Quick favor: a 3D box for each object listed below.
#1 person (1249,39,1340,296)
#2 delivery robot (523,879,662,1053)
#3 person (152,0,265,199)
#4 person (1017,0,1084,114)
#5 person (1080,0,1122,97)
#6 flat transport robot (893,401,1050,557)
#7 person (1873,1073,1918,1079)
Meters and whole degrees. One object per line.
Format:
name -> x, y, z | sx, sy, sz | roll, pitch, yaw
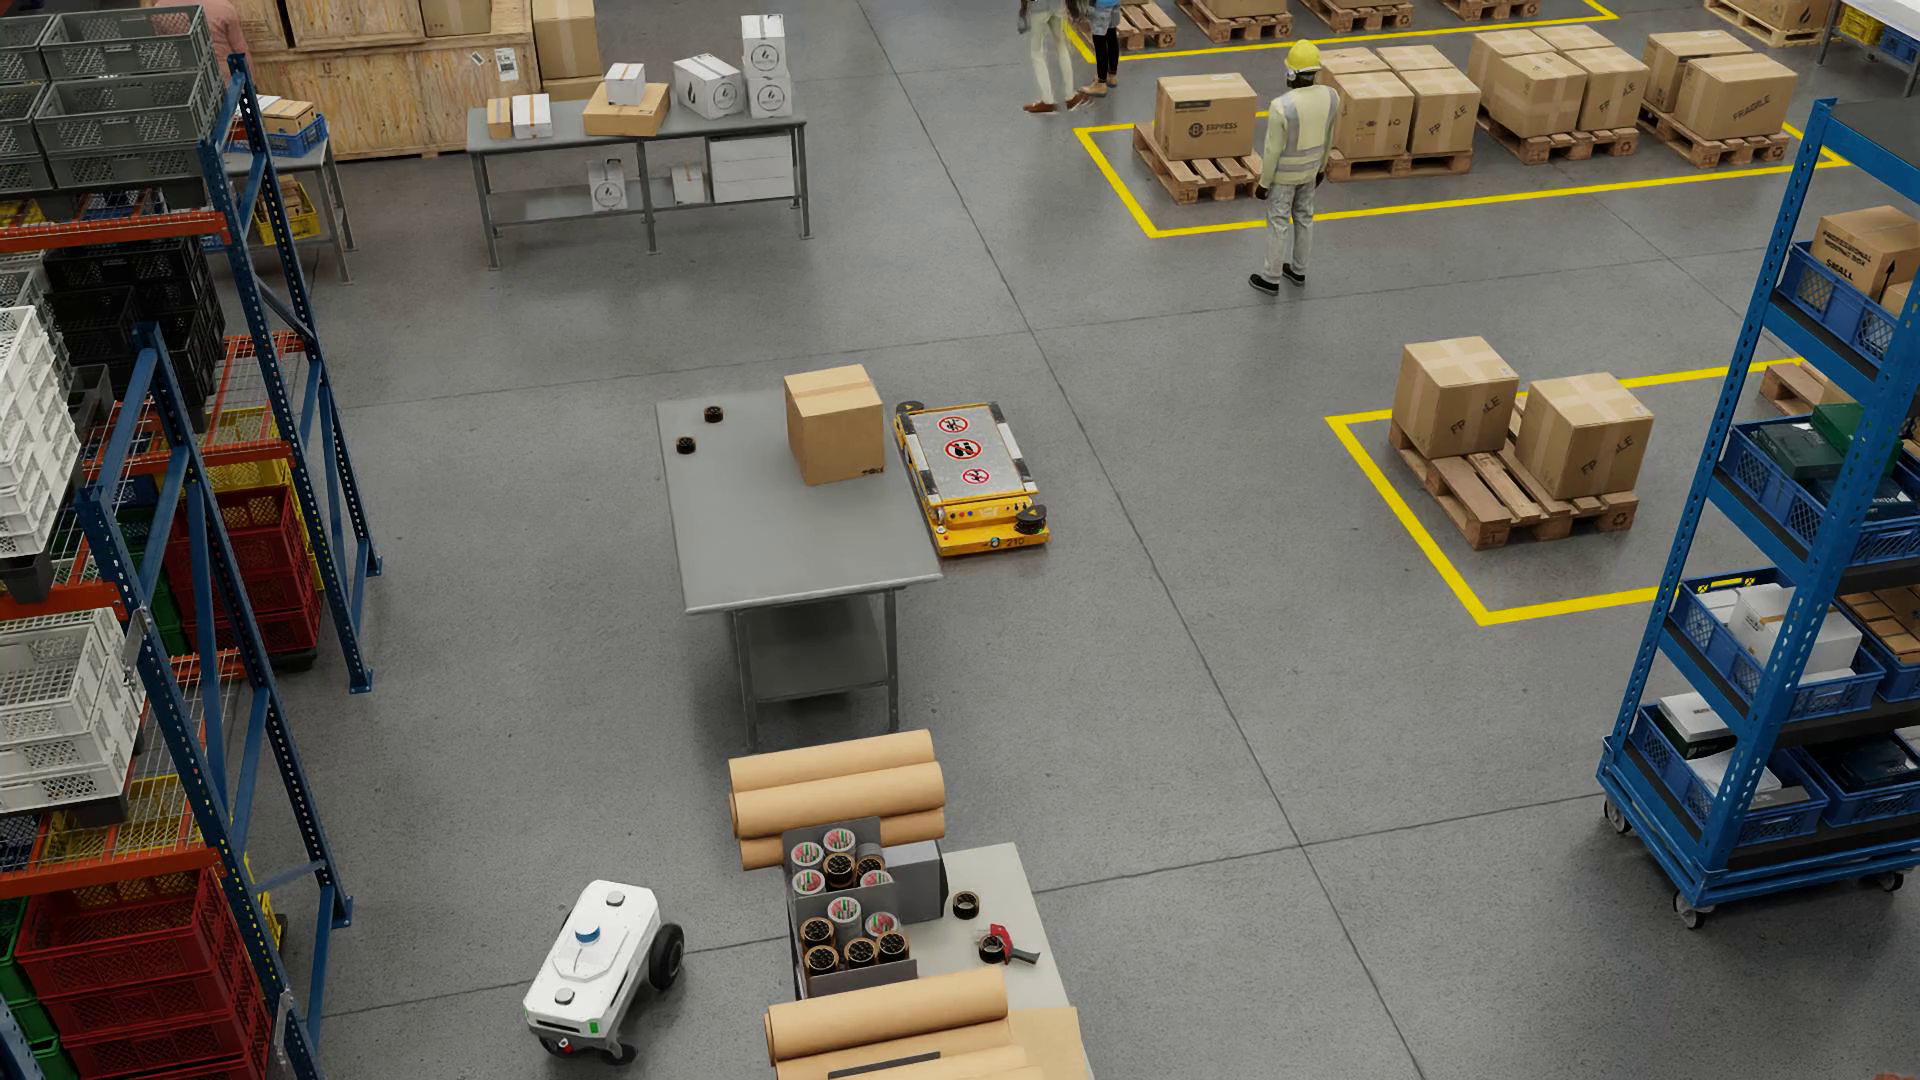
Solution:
person -> 2.340, -2.620, 11.753 | 0.600, 1.829, 0.404 | -19, 41, -24
delivery robot -> -1.511, 1.748, 6.869 | 0.477, 0.478, 0.707 | 8, 37, 11
person -> -5.846, -3.618, 13.044 | 0.642, 1.898, 0.396 | -2, 37, -3
person -> 0.805, -4.619, 14.446 | 0.686, 1.829, 0.433 | -26, 44, -30
person -> 1.275, -4.818, 14.819 | 0.317, 1.695, 0.540 | 19, 41, 23
flat transport robot -> 0.046, -0.430, 10.108 | 0.652, 0.197, 1.431 | -8, 37, -10
person -> 2.780, 2.335, 5.271 | 0.532, 1.619, 0.409 | -3, 37, -4
